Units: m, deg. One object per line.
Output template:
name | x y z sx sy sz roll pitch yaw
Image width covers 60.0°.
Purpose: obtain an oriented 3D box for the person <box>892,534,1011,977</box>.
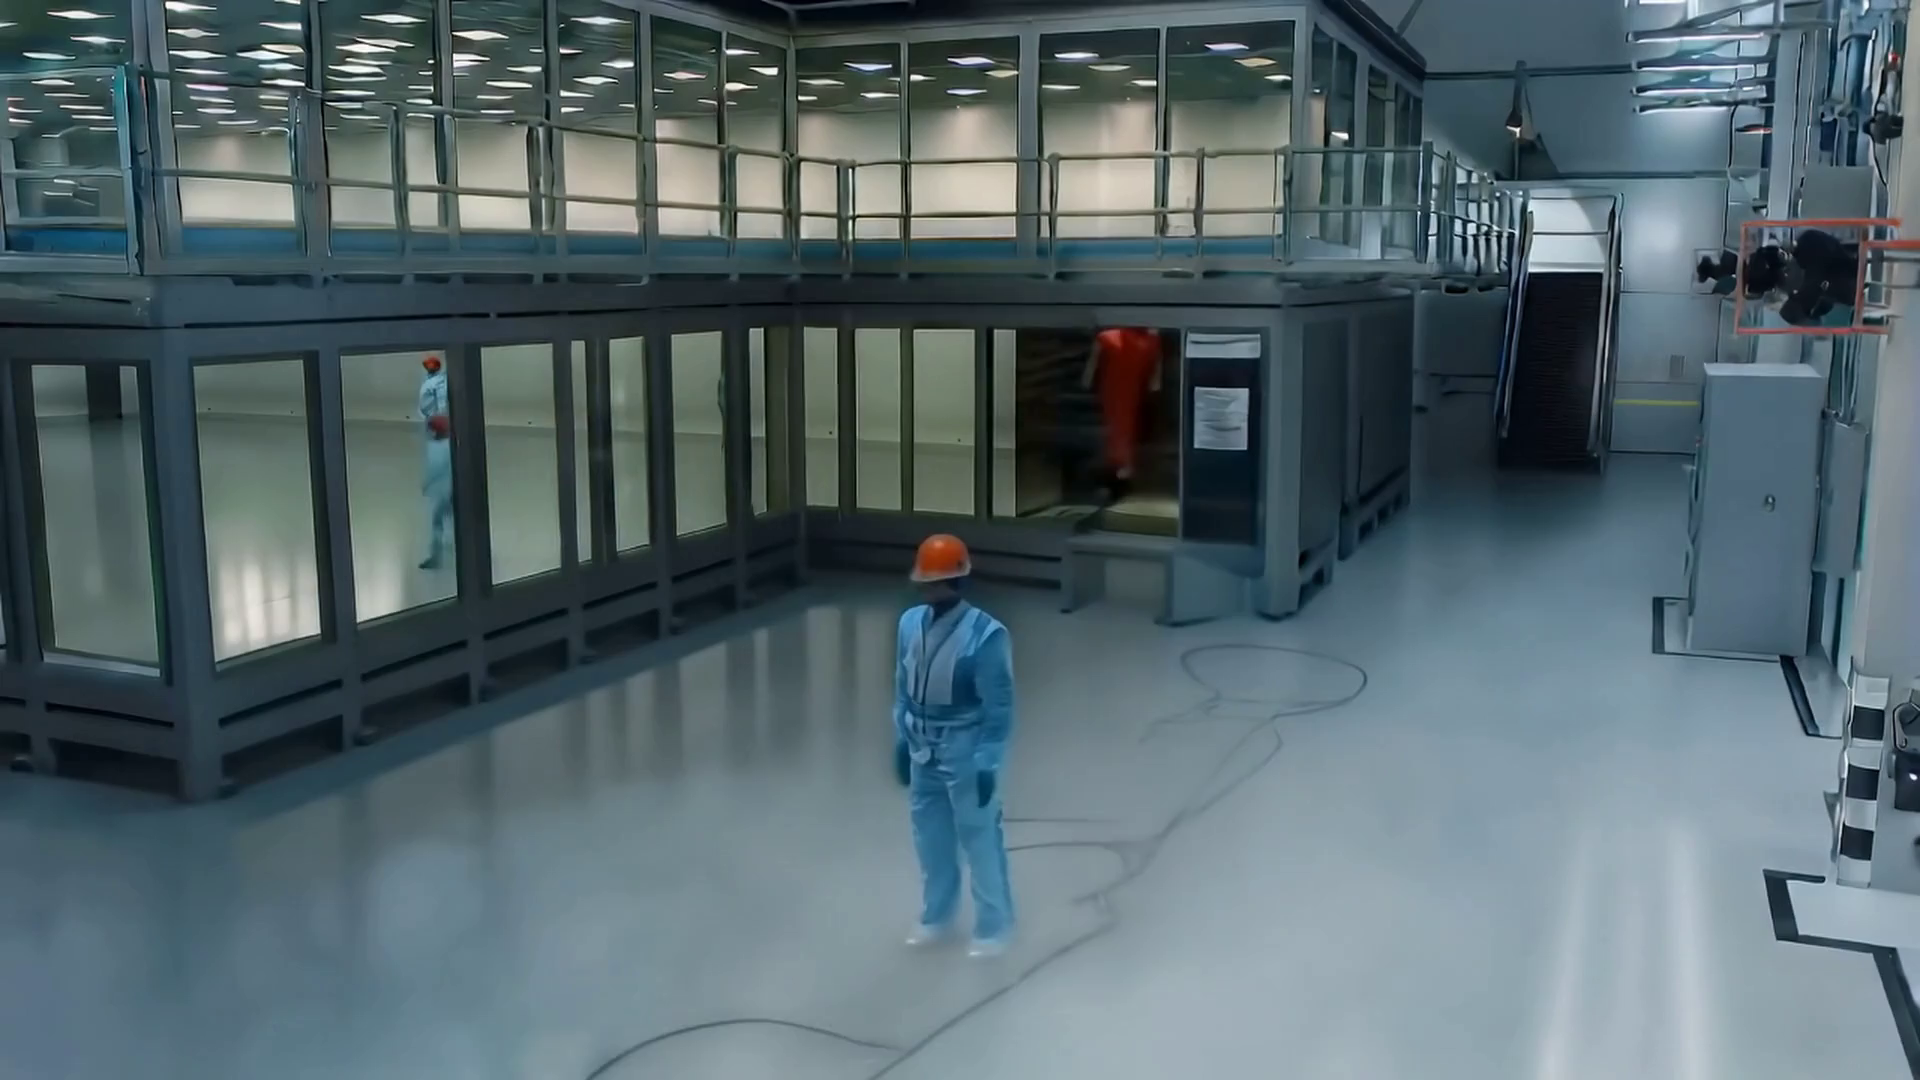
person | -0.060 0.925 7.259 0.610 1.940 0.414 8 12 40
